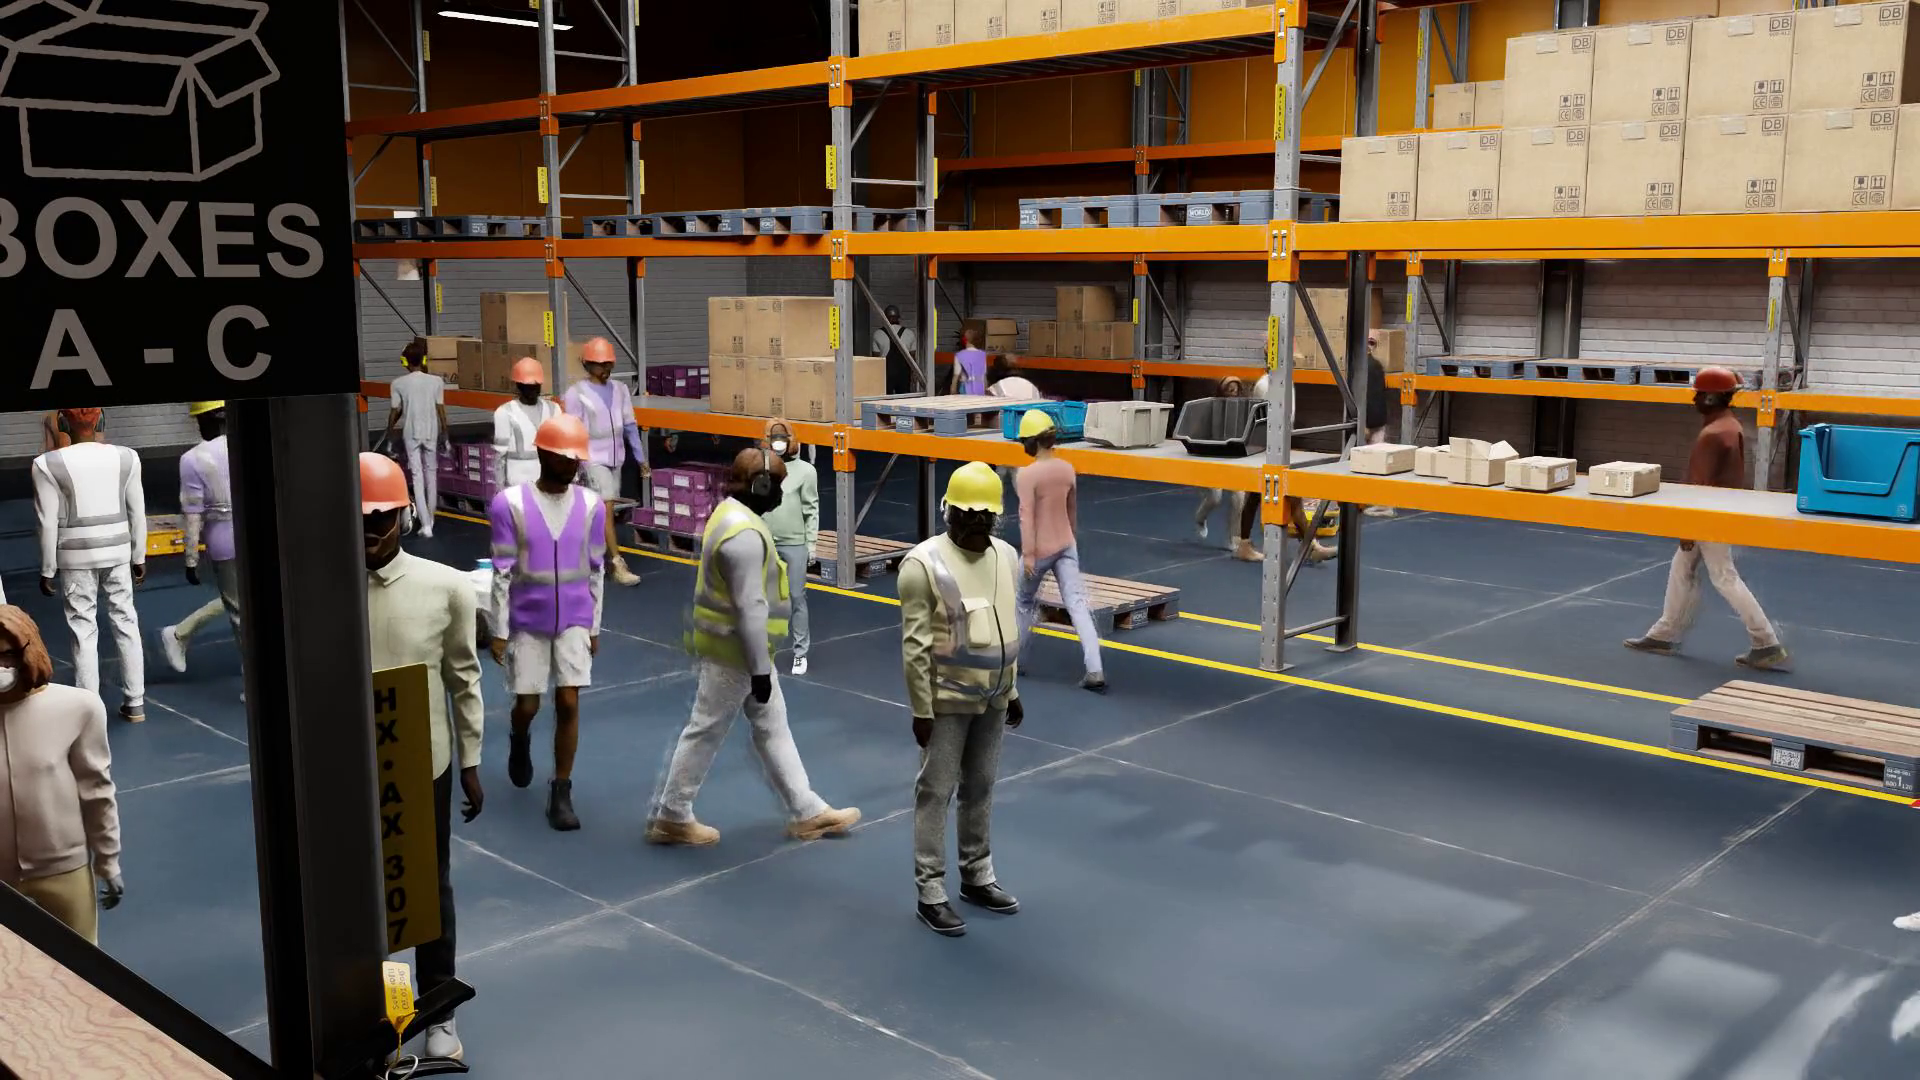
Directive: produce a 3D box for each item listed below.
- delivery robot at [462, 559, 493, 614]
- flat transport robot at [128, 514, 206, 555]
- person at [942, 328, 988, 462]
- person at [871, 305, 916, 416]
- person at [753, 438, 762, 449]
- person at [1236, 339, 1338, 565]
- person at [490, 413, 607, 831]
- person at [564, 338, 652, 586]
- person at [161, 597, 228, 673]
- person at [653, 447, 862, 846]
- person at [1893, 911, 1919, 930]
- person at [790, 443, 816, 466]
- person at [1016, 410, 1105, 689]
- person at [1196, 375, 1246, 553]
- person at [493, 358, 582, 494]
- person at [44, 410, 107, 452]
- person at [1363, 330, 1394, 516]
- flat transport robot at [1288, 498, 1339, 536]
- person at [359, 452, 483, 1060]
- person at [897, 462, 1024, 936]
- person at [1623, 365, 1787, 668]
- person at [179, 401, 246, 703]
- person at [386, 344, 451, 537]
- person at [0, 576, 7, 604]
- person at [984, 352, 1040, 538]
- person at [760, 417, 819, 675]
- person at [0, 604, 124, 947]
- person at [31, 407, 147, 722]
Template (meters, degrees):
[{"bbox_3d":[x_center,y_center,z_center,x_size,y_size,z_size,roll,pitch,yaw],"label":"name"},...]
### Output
[{"bbox_3d":[-3.264,0.373,11.480,0.707,0.478,0.477,8,12,41],"label":"delivery robot"},{"bbox_3d":[-7.361,-0.063,15.311,0.652,0.197,1.431,-7,12,-39],"label":"flat transport robot"},{"bbox_3d":[0.141,-1.878,21.768,0.968,1.803,0.584,8,12,39],"label":"person"},{"bbox_3d":[-1.006,-2.486,24.753,0.673,2.000,0.536,-2,9,-13],"label":"person"},{"bbox_3d":[-2.597,-1.982,22.182,0.576,1.879,0.353,0,9,-2],"label":"person"},{"bbox_3d":[2.800,-0.751,14.234,1.006,1.994,0.641,7,12,38],"label":"person"},{"bbox_3d":[-1.922,0.355,7.736,0.573,1.912,0.651,-5,10,-27],"label":"person"},{"bbox_3d":[-2.911,-0.648,13.646,0.942,2.006,0.615,8,12,39],"label":"person"},{"bbox_3d":[-4.588,-0.032,10.322,0.687,1.845,0.551,-2,9,-11],"label":"person"},{"bbox_3d":[-0.936,0.490,7.330,0.945,1.784,0.652,-1,9,-6],"label":"person"},{"bbox_3d":[4.046,0.689,6.284,0.748,1.717,0.497,1,9,5],"label":"person"},{"bbox_3d":[-2.080,-1.762,21.543,0.522,1.638,0.310,-7,11,-35],"label":"person"},{"bbox_3d":[0.553,0.056,10.211,0.548,1.710,0.958,-8,12,-41],"label":"person"},{"bbox_3d":[2.397,-0.704,15.146,0.521,1.613,0.629,-2,10,-13],"label":"person"},{"bbox_3d":[-3.277,-0.470,12.892,1.020,1.873,0.573,9,13,43],"label":"person"},{"bbox_3d":[-7.610,-0.565,14.290,0.516,1.610,0.736,1,9,8],"label":"person"},{"bbox_3d":[4.224,-1.236,17.398,0.641,1.934,0.896,-9,13,-44],"label":"person"},{"bbox_3d":[3.485,-0.251,16.464,0.652,0.197,1.431,4,10,22],"label":"flat transport robot"},{"bbox_3d":[-1.828,0.712,5.283,0.610,1.996,0.384,-2,9,-11],"label":"person"},{"bbox_3d":[0.031,0.601,6.487,0.587,1.826,0.404,-9,13,-43],"label":"person"},{"bbox_3d":[4.907,-0.156,10.758,1.003,1.954,0.620,6,11,34],"label":"person"},{"bbox_3d":[-4.257,0.036,9.714,0.557,1.895,0.614,6,11,31],"label":"person"},{"bbox_3d":[-5.255,-0.969,16.061,0.560,1.839,0.782,-5,11,-30],"label":"person"},{"bbox_3d":[-4.582,0.365,7.608,0.370,1.934,0.627,-2,9,-12],"label":"person"},{"bbox_3d":[0.495,-0.835,15.354,0.628,1.806,0.875,-6,11,-34],"label":"person"},{"bbox_3d":[-1.140,0.038,10.515,0.507,1.636,0.274,2,10,13],"label":"person"},{"bbox_3d":[-2.696,0.975,4.800,0.503,1.627,0.270,-5,10,-28],"label":"person"},{"bbox_3d":[-4.820,0.121,9.254,0.353,1.883,0.578,8,12,41],"label":"person"}]
